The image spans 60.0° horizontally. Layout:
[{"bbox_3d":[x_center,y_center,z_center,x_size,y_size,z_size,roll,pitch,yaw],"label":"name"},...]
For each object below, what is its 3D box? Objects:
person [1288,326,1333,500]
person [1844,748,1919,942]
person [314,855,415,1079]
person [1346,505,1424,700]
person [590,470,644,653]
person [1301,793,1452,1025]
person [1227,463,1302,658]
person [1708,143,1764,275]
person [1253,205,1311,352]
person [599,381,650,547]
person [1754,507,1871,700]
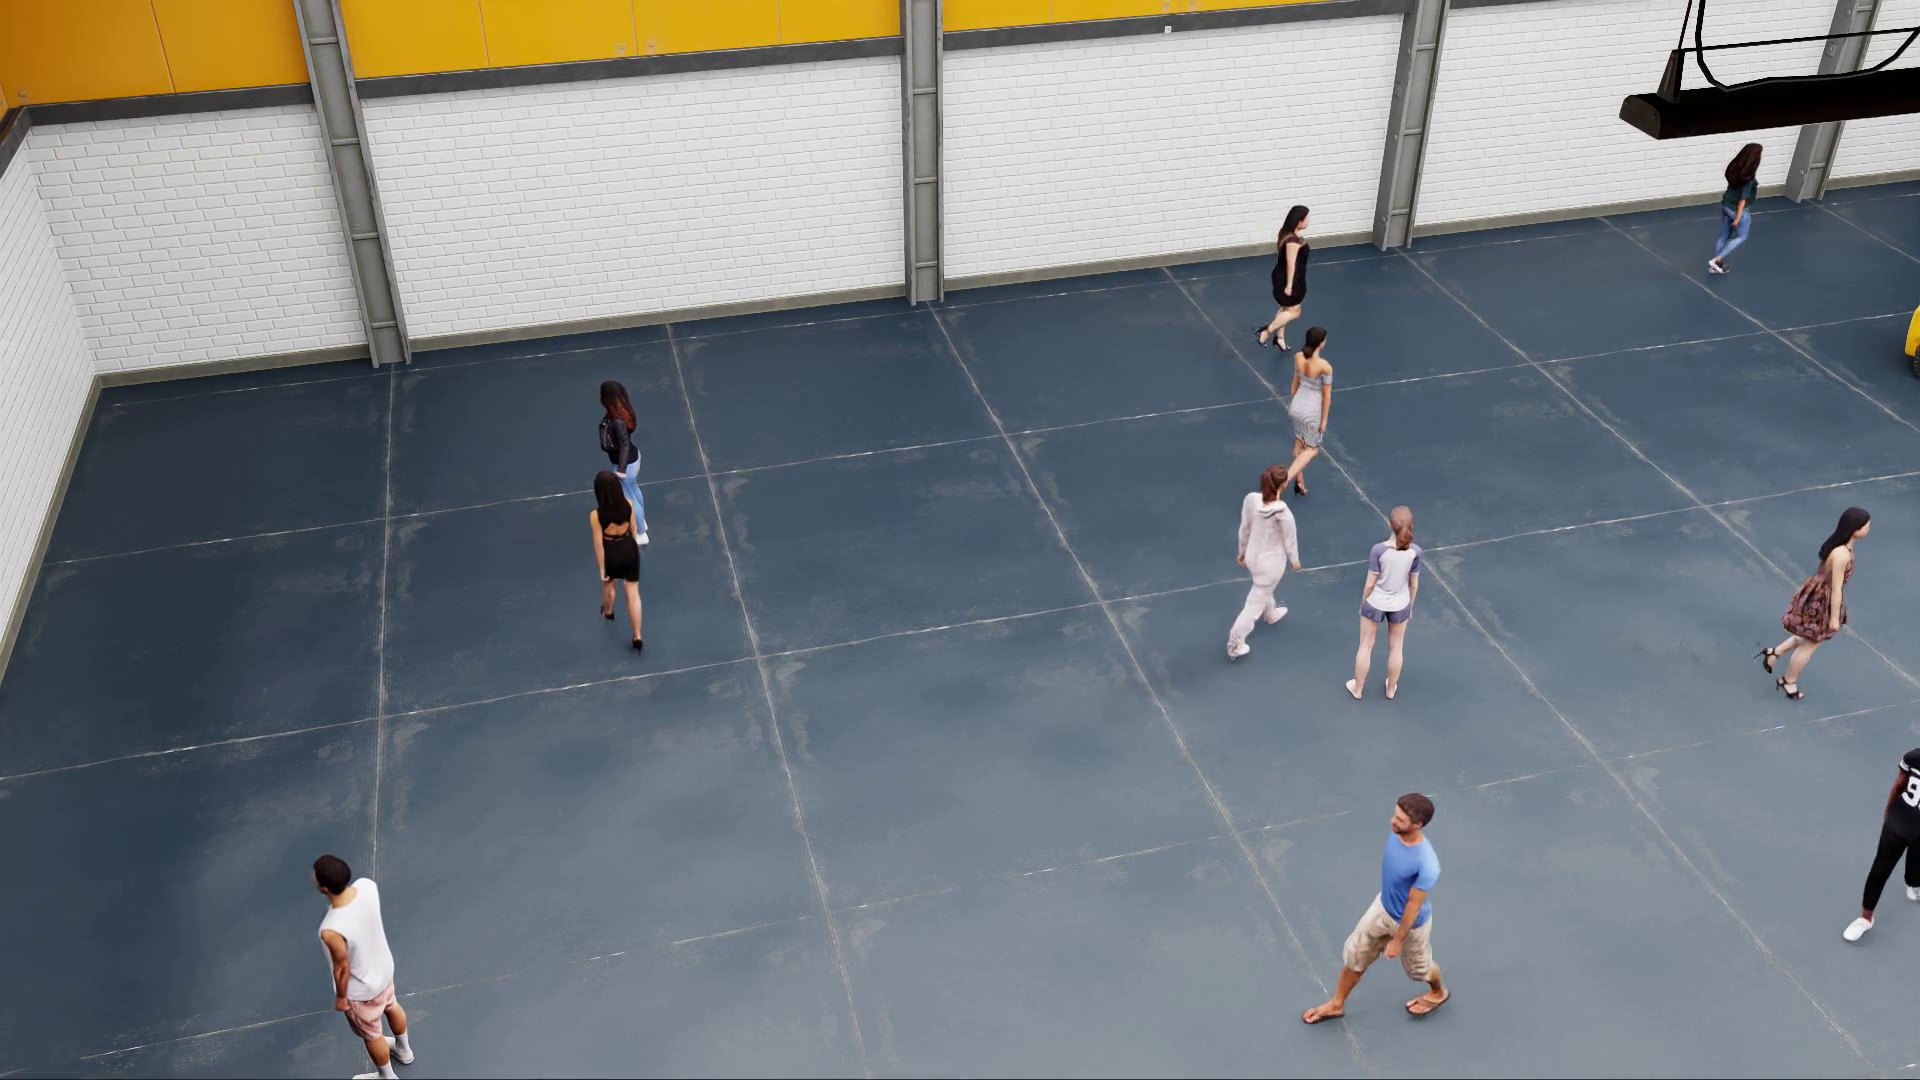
[{"bbox_3d":[3.119,-1.101,15.237,0.986,1.807,0.819,-25,41,-33],"label":"person"},{"bbox_3d":[6.266,1.880,10.846,1.104,1.703,0.880,-24,40,-31],"label":"person"},{"bbox_3d":[-3.503,2.540,9.774,0.729,1.789,0.726,7,34,10],"label":"person"},{"bbox_3d":[3.304,0.492,12.874,0.600,1.769,0.701,1,34,2],"label":"person"},{"bbox_3d":[-2.710,0.212,13.431,0.926,1.618,0.763,-16,37,-23],"label":"person"},{"bbox_3d":[2.778,2.276,10.143,1.211,1.822,0.679,-10,35,-14],"label":"person"},{"bbox_3d":[2.406,0.201,13.420,1.158,1.649,0.890,-23,40,-30],"label":"person"},{"bbox_3d":[9.071,-3.889,19.611,0.615,1.608,0.605,-6,34,-9],"label":"person"},{"bbox_3d":[3.437,-2.771,17.843,0.814,1.704,0.732,-1,34,-2],"label":"person"},{"bbox_3d":[-2.985,-0.698,14.788,0.590,1.632,0.666,-5,34,-7],"label":"person"},{"bbox_3d":[6.566,0.486,12.890,0.922,1.761,0.856,16,37,23],"label":"person"}]
